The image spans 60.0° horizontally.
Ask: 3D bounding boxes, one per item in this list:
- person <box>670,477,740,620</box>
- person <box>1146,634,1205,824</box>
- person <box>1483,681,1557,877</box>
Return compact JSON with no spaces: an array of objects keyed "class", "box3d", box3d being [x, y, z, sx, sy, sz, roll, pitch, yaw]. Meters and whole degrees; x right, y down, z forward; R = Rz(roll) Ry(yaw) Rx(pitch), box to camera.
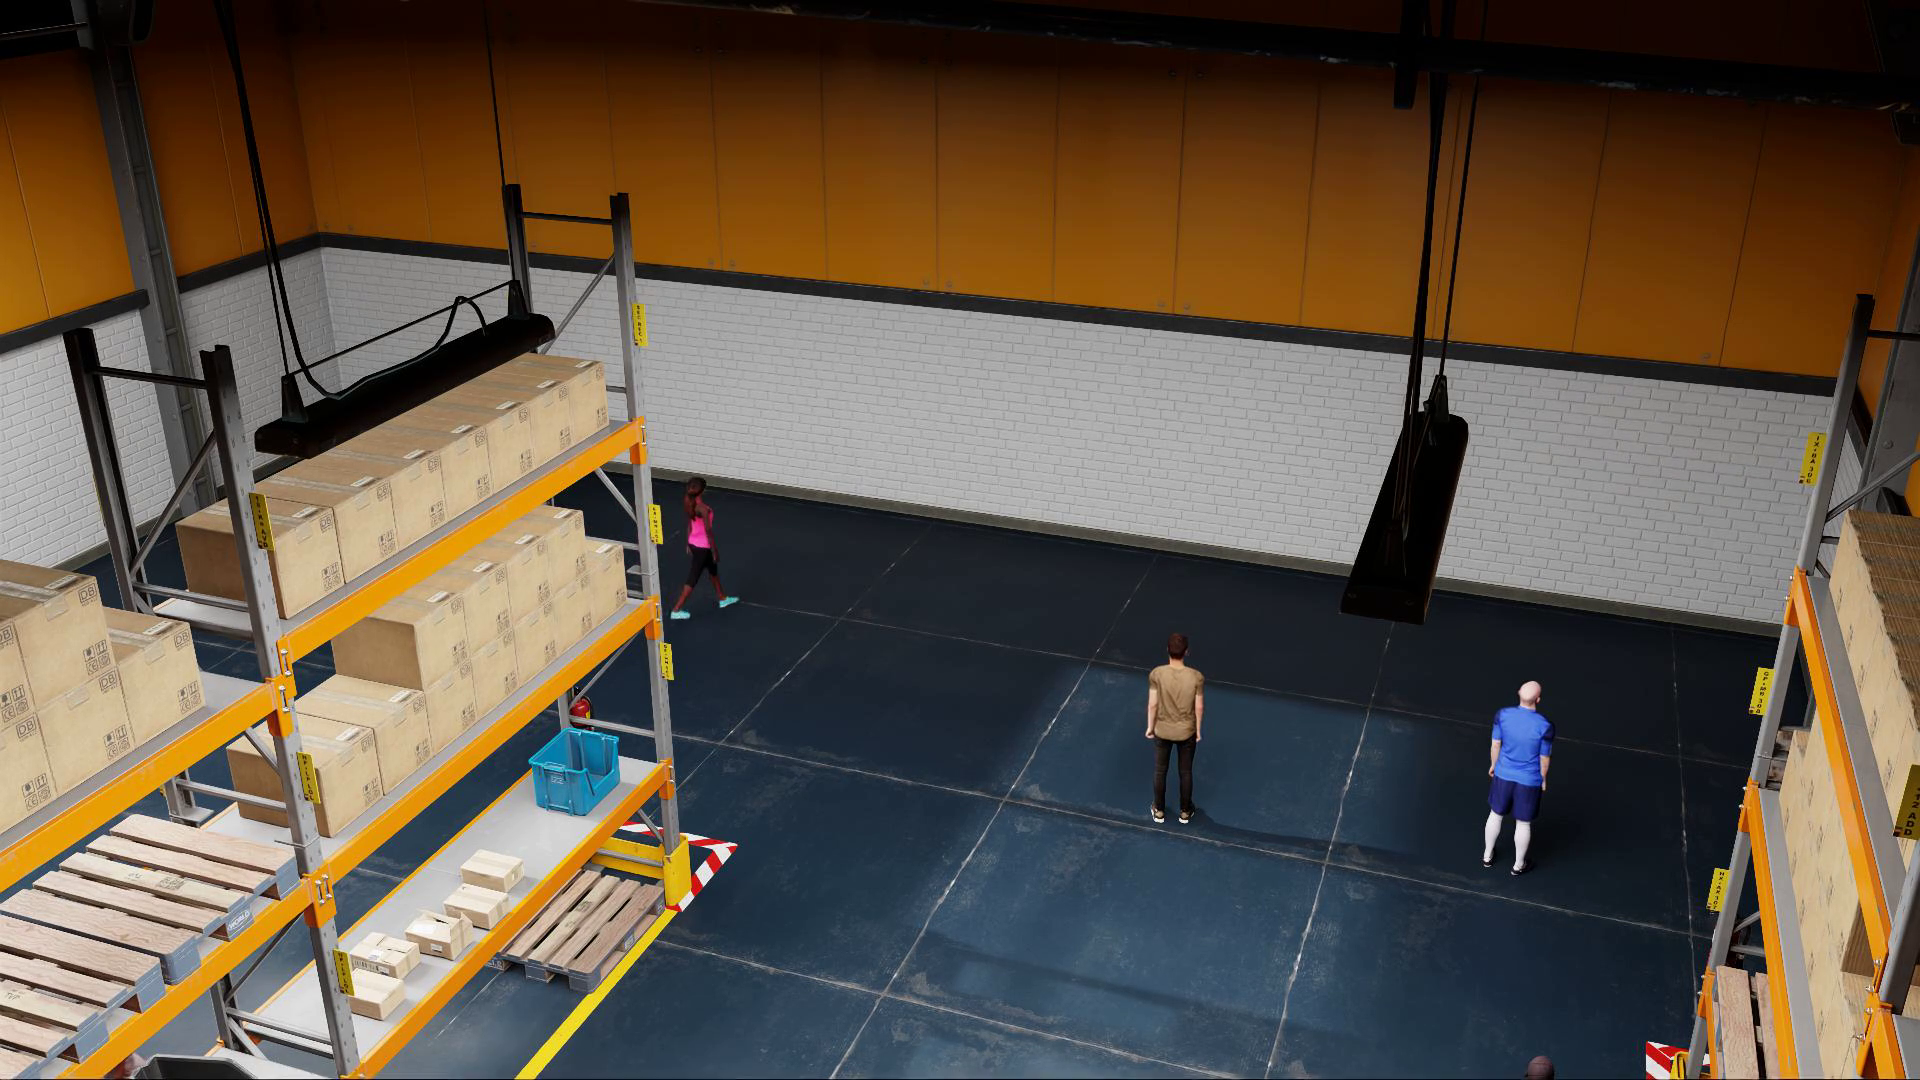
[{"class":"person","box3d":[-3.020,0.131,18.849,1.172,1.680,1.005,-16,28,-31]},{"class":"person","box3d":[1.939,1.709,15.029,0.697,1.848,0.622,4,24,10]},{"class":"person","box3d":[4.798,2.029,14.304,0.728,1.842,0.668,16,28,32]}]
